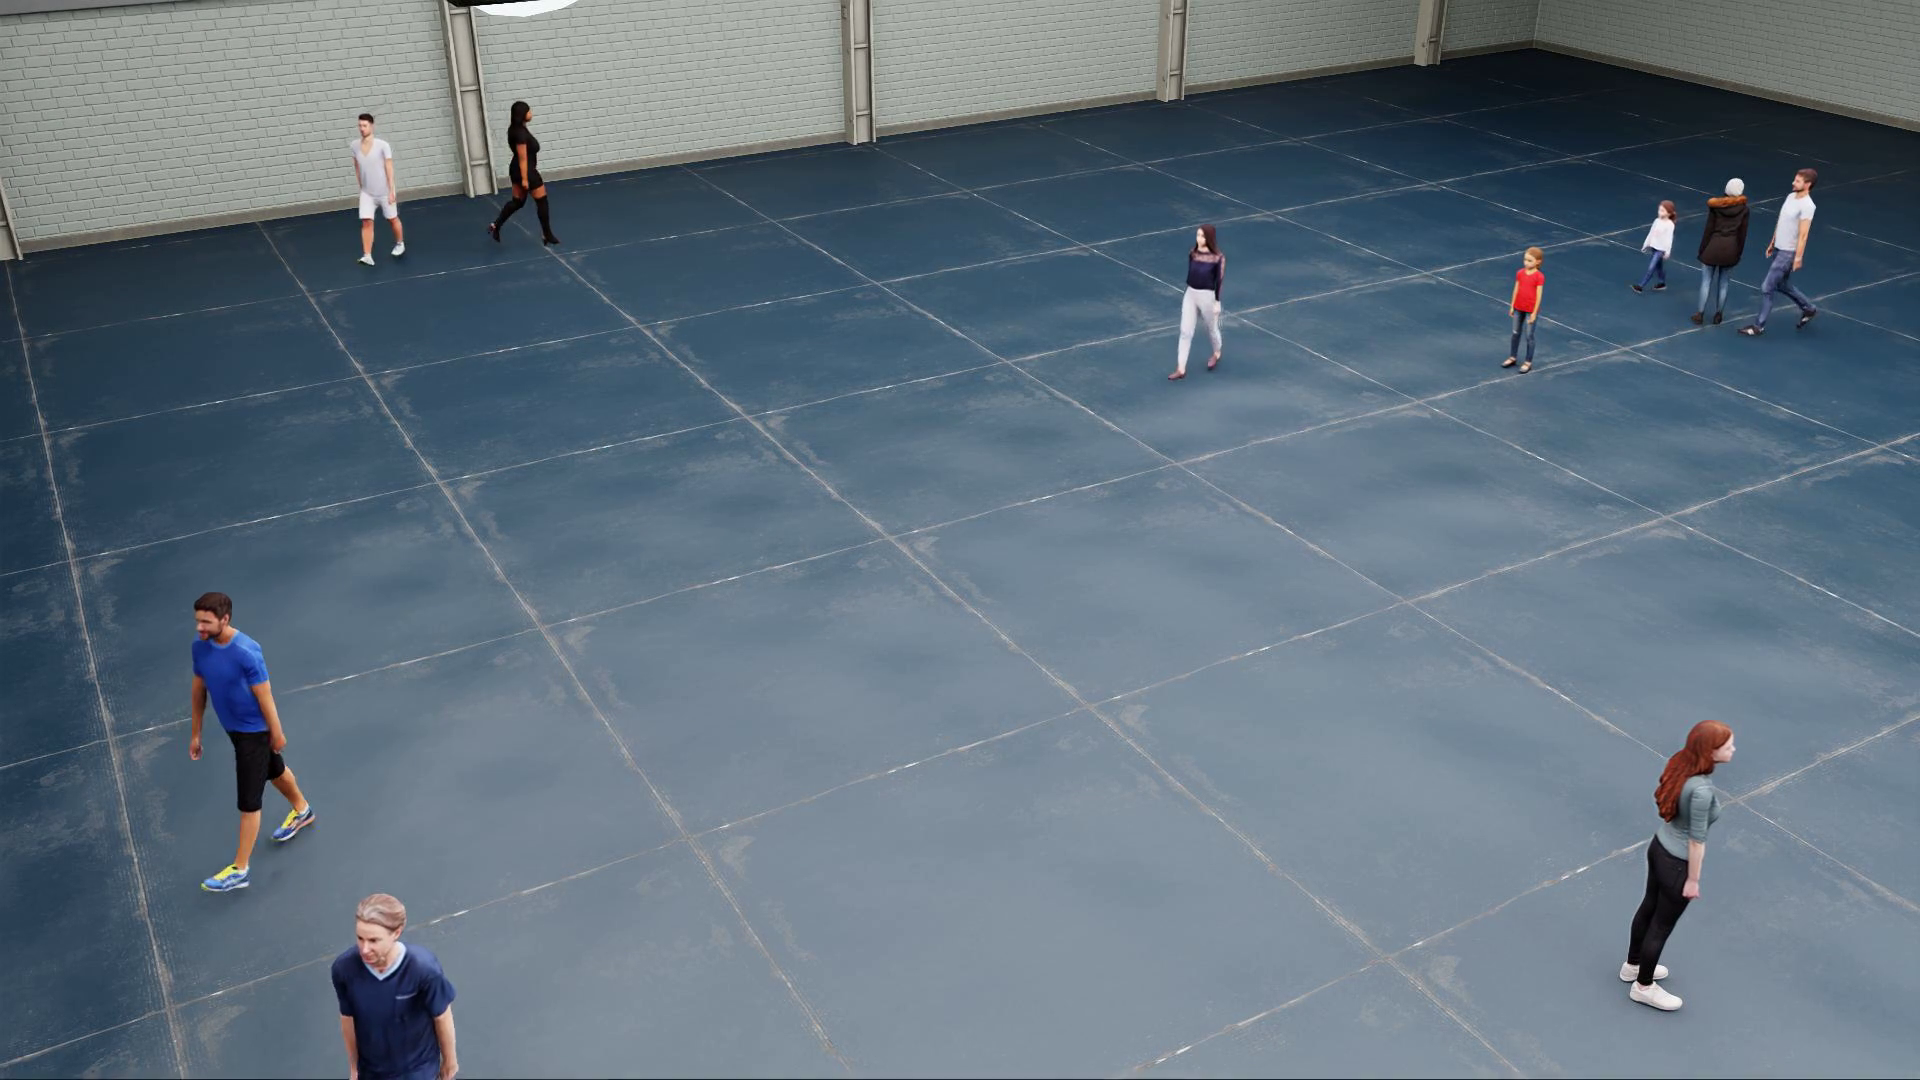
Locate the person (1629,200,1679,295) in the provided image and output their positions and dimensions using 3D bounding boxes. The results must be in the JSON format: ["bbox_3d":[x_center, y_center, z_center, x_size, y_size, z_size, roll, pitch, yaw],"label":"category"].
[{"bbox_3d":[8.205,-3.410,19.402,0.824,1.080,0.578,-7,28,-14],"label":"person"}]

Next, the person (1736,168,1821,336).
[{"bbox_3d":[9.015,-3.094,17.957,1.198,1.841,1.038,2,27,4],"label":"person"}]

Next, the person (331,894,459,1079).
[{"bbox_3d":[-2.479,2.301,7.471,1.040,1.848,1.060,4,27,7],"label":"person"}]

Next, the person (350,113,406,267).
[{"bbox_3d":[-7.064,-4.286,20.320,1.232,1.797,1.198,3,27,6],"label":"person"}]

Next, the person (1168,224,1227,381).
[{"bbox_3d":[2.510,-2.432,16.967,0.826,1.571,1.130,23,35,37],"label":"person"}]

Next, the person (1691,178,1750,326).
[{"bbox_3d":[8.402,-3.190,18.369,0.733,1.634,0.801,5,28,10],"label":"person"}]

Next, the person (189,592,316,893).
[{"bbox_3d":[-4.155,1.072,9.886,1.043,1.824,1.246,13,30,24],"label":"person"}]

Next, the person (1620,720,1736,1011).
[{"bbox_3d":[3.776,1.690,8.774,0.704,1.742,0.670,3,27,6],"label":"person"}]

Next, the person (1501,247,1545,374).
[{"bbox_3d":[5.854,-2.387,17.169,0.518,1.305,0.502,-22,34,-36],"label":"person"}]

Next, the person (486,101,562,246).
[{"bbox_3d":[-5.525,-4.515,20.740,1.143,1.819,0.698,-13,30,-23],"label":"person"}]
